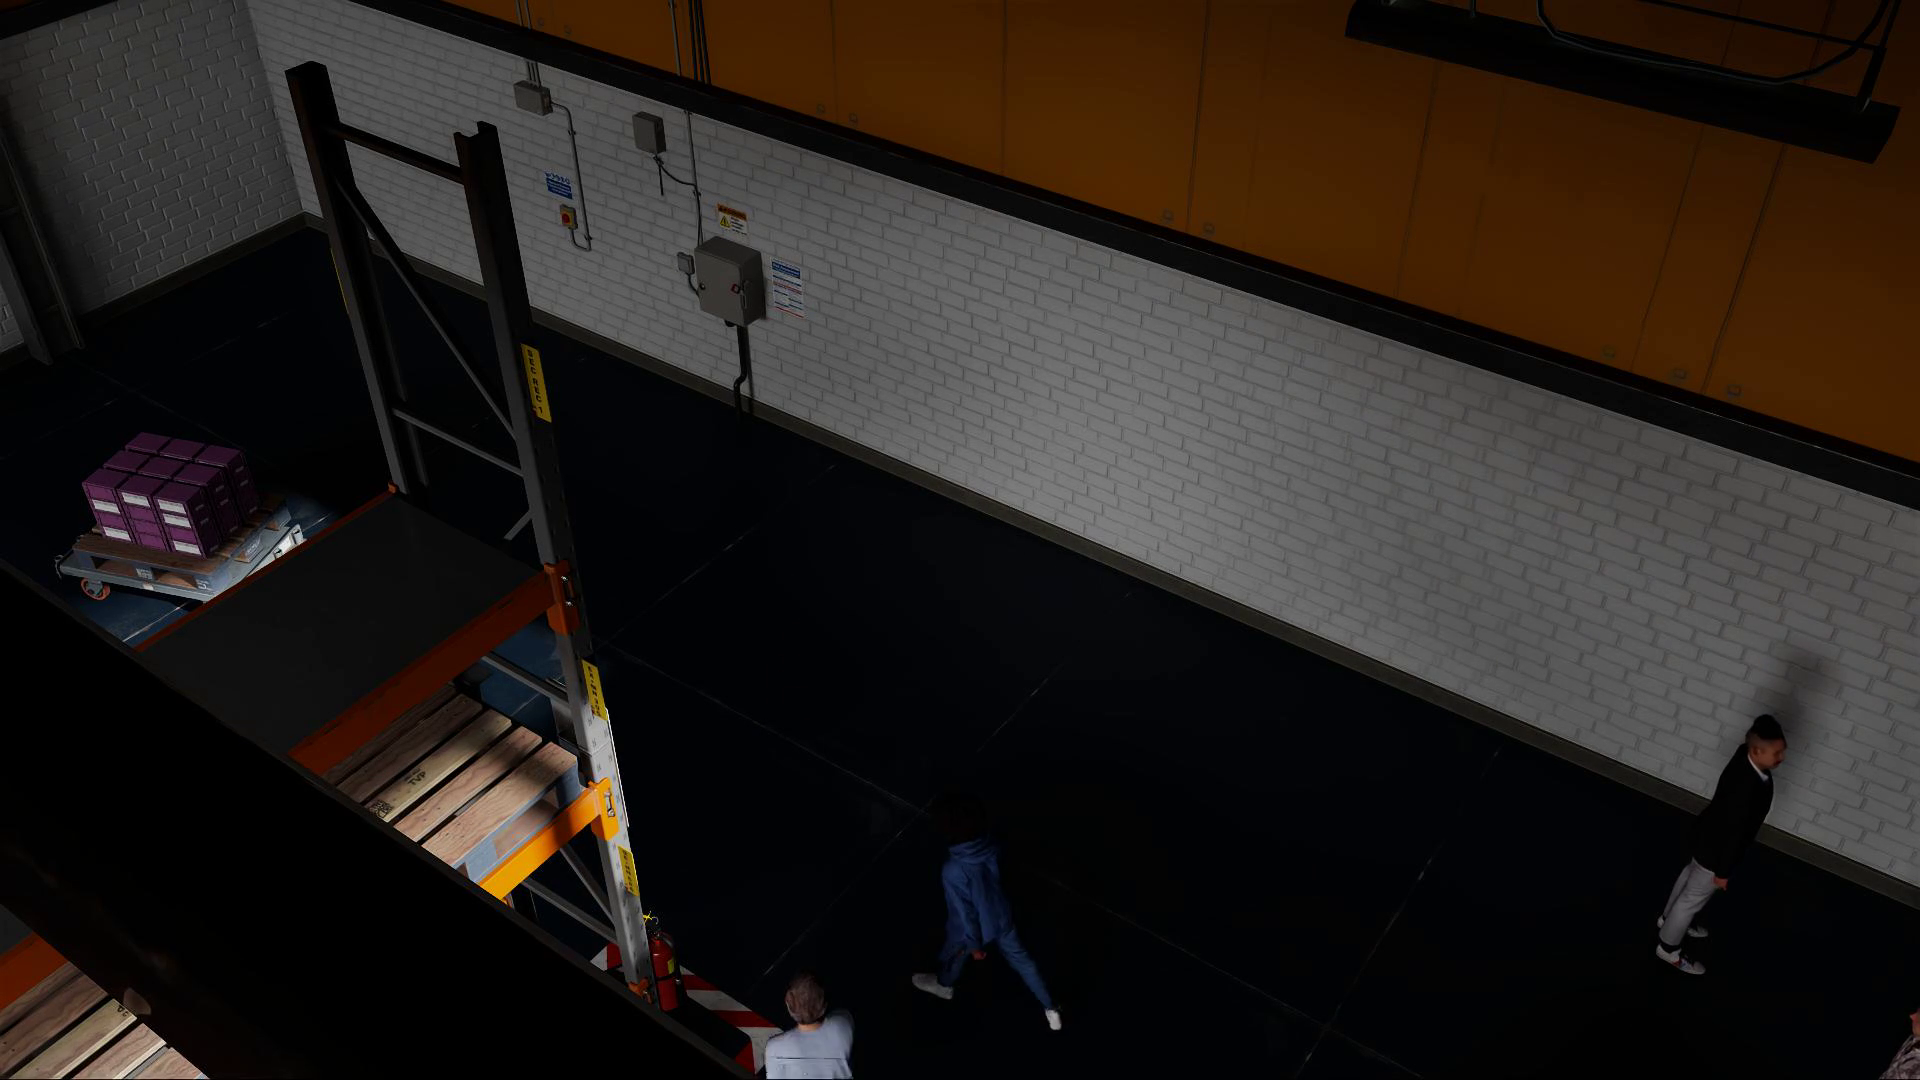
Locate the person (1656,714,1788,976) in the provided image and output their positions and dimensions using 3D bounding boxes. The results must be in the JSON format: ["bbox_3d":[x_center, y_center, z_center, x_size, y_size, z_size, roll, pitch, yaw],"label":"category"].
[{"bbox_3d":[4.477,1.745,9.800,0.790,1.956,0.583,18,42,21],"label":"person"}]

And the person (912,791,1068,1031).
[{"bbox_3d":[0.198,2.169,9.435,0.766,1.749,1.136,27,46,30],"label":"person"}]

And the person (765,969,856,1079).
[{"bbox_3d":[-0.685,2.948,8.379,1.129,1.849,1.107,-14,41,-16],"label":"person"}]
